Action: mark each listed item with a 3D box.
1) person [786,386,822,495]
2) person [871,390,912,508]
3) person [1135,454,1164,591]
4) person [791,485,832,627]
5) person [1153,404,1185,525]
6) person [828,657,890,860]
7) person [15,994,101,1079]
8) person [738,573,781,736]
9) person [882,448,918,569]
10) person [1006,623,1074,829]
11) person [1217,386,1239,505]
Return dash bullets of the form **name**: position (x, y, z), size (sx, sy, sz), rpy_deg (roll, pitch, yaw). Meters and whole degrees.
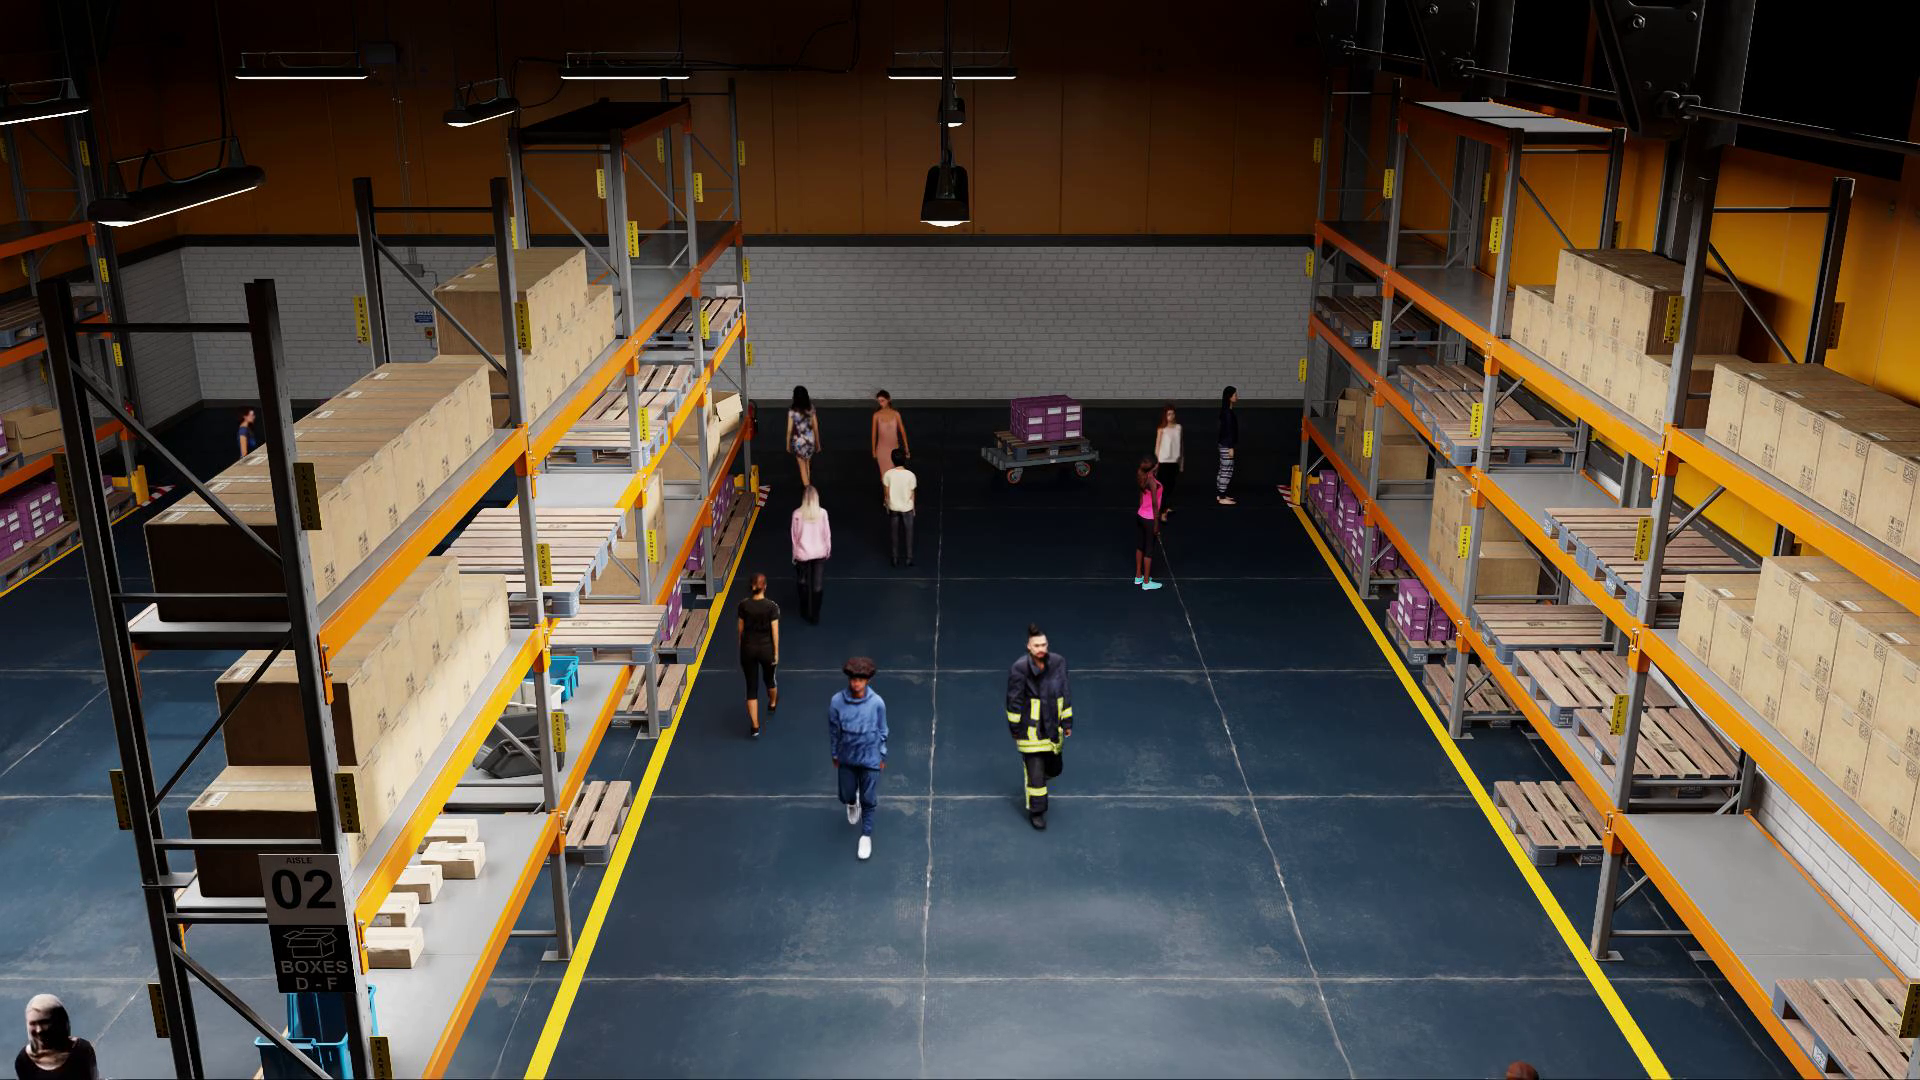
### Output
- **person**: position (-2.227, -1.343, 24.030), size (0.934, 1.705, 1.098), rpy_deg (-10, 21, -28)
- **person**: position (-1.053, -1.270, 23.666), size (0.829, 1.800, 1.014), rpy_deg (-8, 20, -23)
- **person**: position (2.338, -0.248, 20.756), size (0.679, 1.721, 0.575), rpy_deg (-6, 19, -17)
- **person**: position (-1.749, 0.203, 19.498), size (0.693, 1.669, 0.817), rpy_deg (-3, 19, -8)
- **person**: position (2.898, -1.080, 23.262), size (0.837, 1.697, 0.895), rpy_deg (-11, 22, -30)
- **person**: position (-0.869, 1.829, 14.470), size (0.706, 1.796, 0.916), rpy_deg (1, 19, 4)
- **person**: position (-5.177, 3.424, 9.725), size (0.857, 1.801, 1.182), rpy_deg (-7, 20, -20)
- **person**: position (-2.042, 1.166, 16.706), size (0.618, 1.626, 1.059), rpy_deg (1, 19, 2)
- **person**: position (-0.759, -0.404, 21.431), size (0.620, 1.586, 0.547), rpy_deg (3, 19, 10)
- **person**: position (0.711, 1.616, 15.043), size (0.963, 1.834, 1.119), rpy_deg (-7, 20, -19)
- **person**: position (3.869, -1.387, 24.117), size (0.659, 1.735, 0.446), rpy_deg (0, 19, 1)
